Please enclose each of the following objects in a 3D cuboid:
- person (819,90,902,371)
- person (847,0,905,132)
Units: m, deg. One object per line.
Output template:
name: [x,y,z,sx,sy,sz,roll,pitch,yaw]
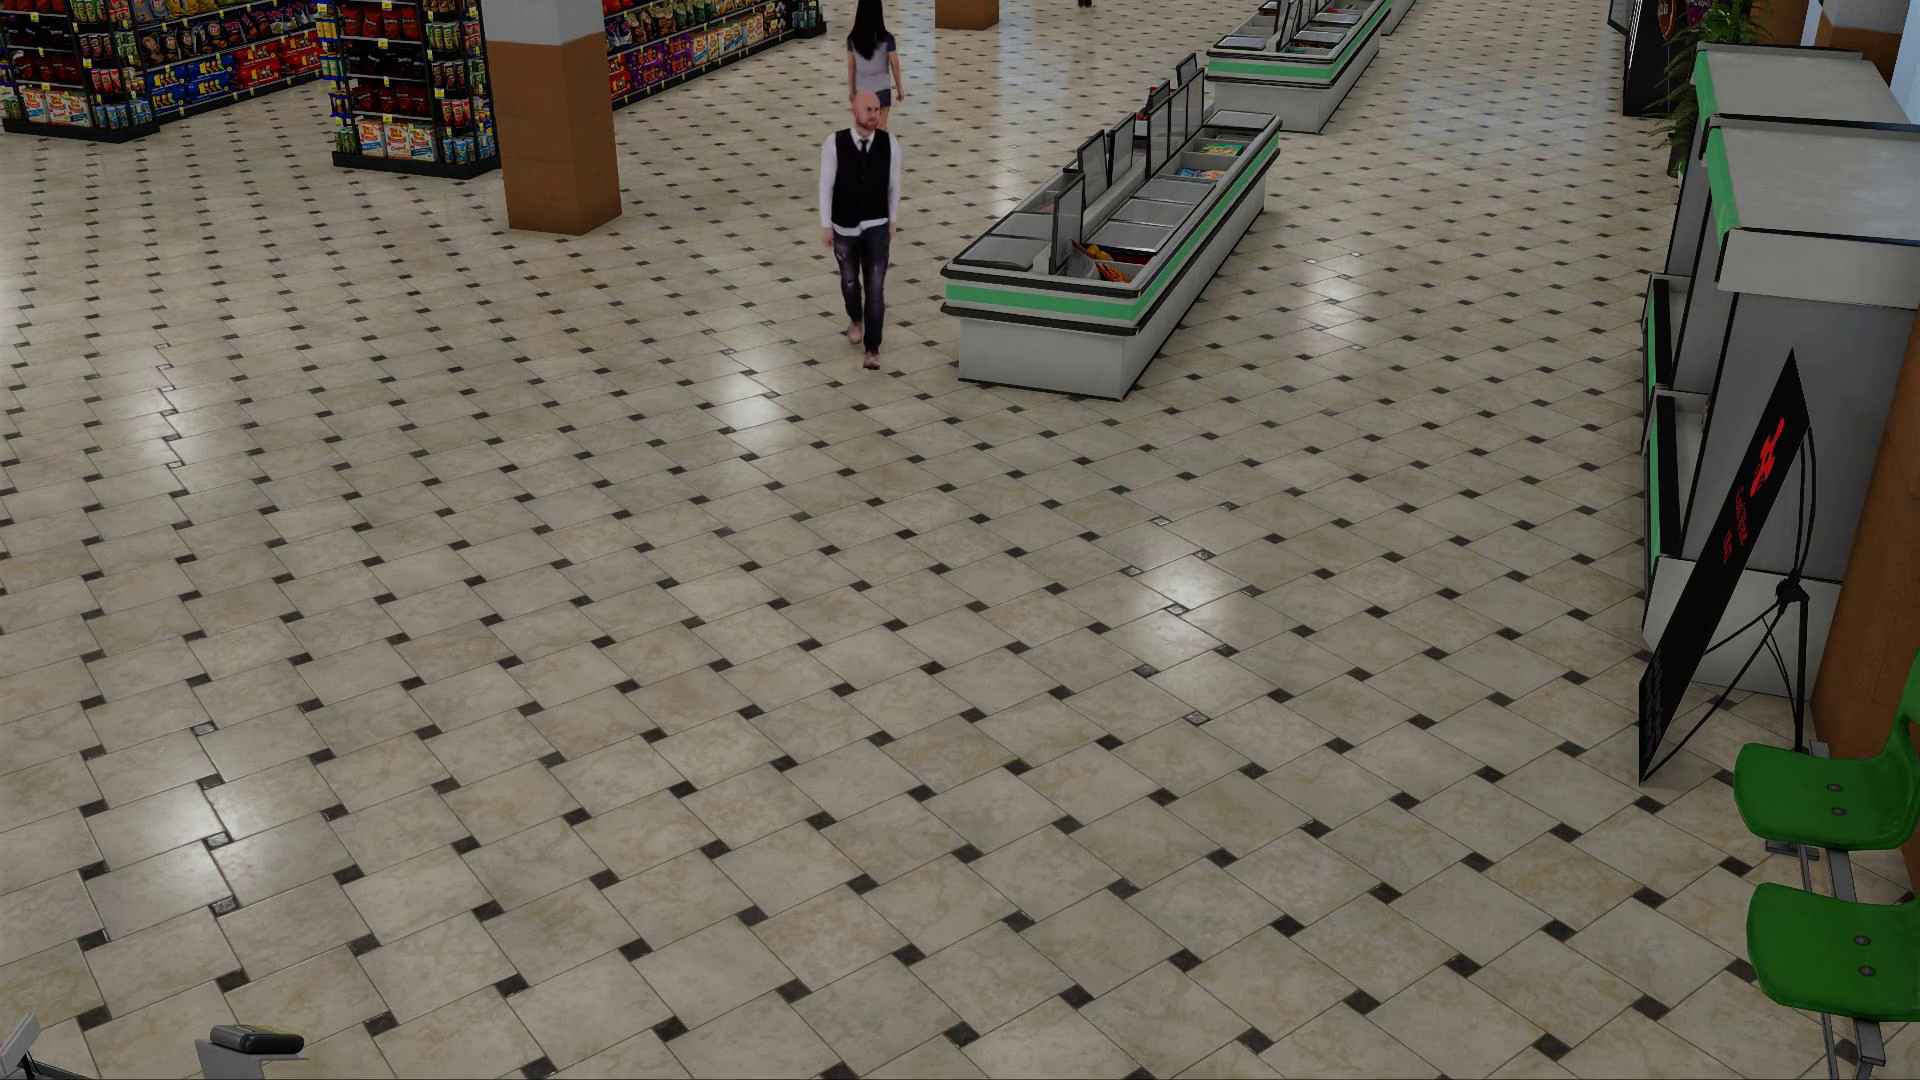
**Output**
person: [-0.672,-2.057,11.013,1.071,1.762,1.367,-2,27,-5]
person: [-0.810,-3.987,14.929,0.637,1.663,1.004,9,28,17]
